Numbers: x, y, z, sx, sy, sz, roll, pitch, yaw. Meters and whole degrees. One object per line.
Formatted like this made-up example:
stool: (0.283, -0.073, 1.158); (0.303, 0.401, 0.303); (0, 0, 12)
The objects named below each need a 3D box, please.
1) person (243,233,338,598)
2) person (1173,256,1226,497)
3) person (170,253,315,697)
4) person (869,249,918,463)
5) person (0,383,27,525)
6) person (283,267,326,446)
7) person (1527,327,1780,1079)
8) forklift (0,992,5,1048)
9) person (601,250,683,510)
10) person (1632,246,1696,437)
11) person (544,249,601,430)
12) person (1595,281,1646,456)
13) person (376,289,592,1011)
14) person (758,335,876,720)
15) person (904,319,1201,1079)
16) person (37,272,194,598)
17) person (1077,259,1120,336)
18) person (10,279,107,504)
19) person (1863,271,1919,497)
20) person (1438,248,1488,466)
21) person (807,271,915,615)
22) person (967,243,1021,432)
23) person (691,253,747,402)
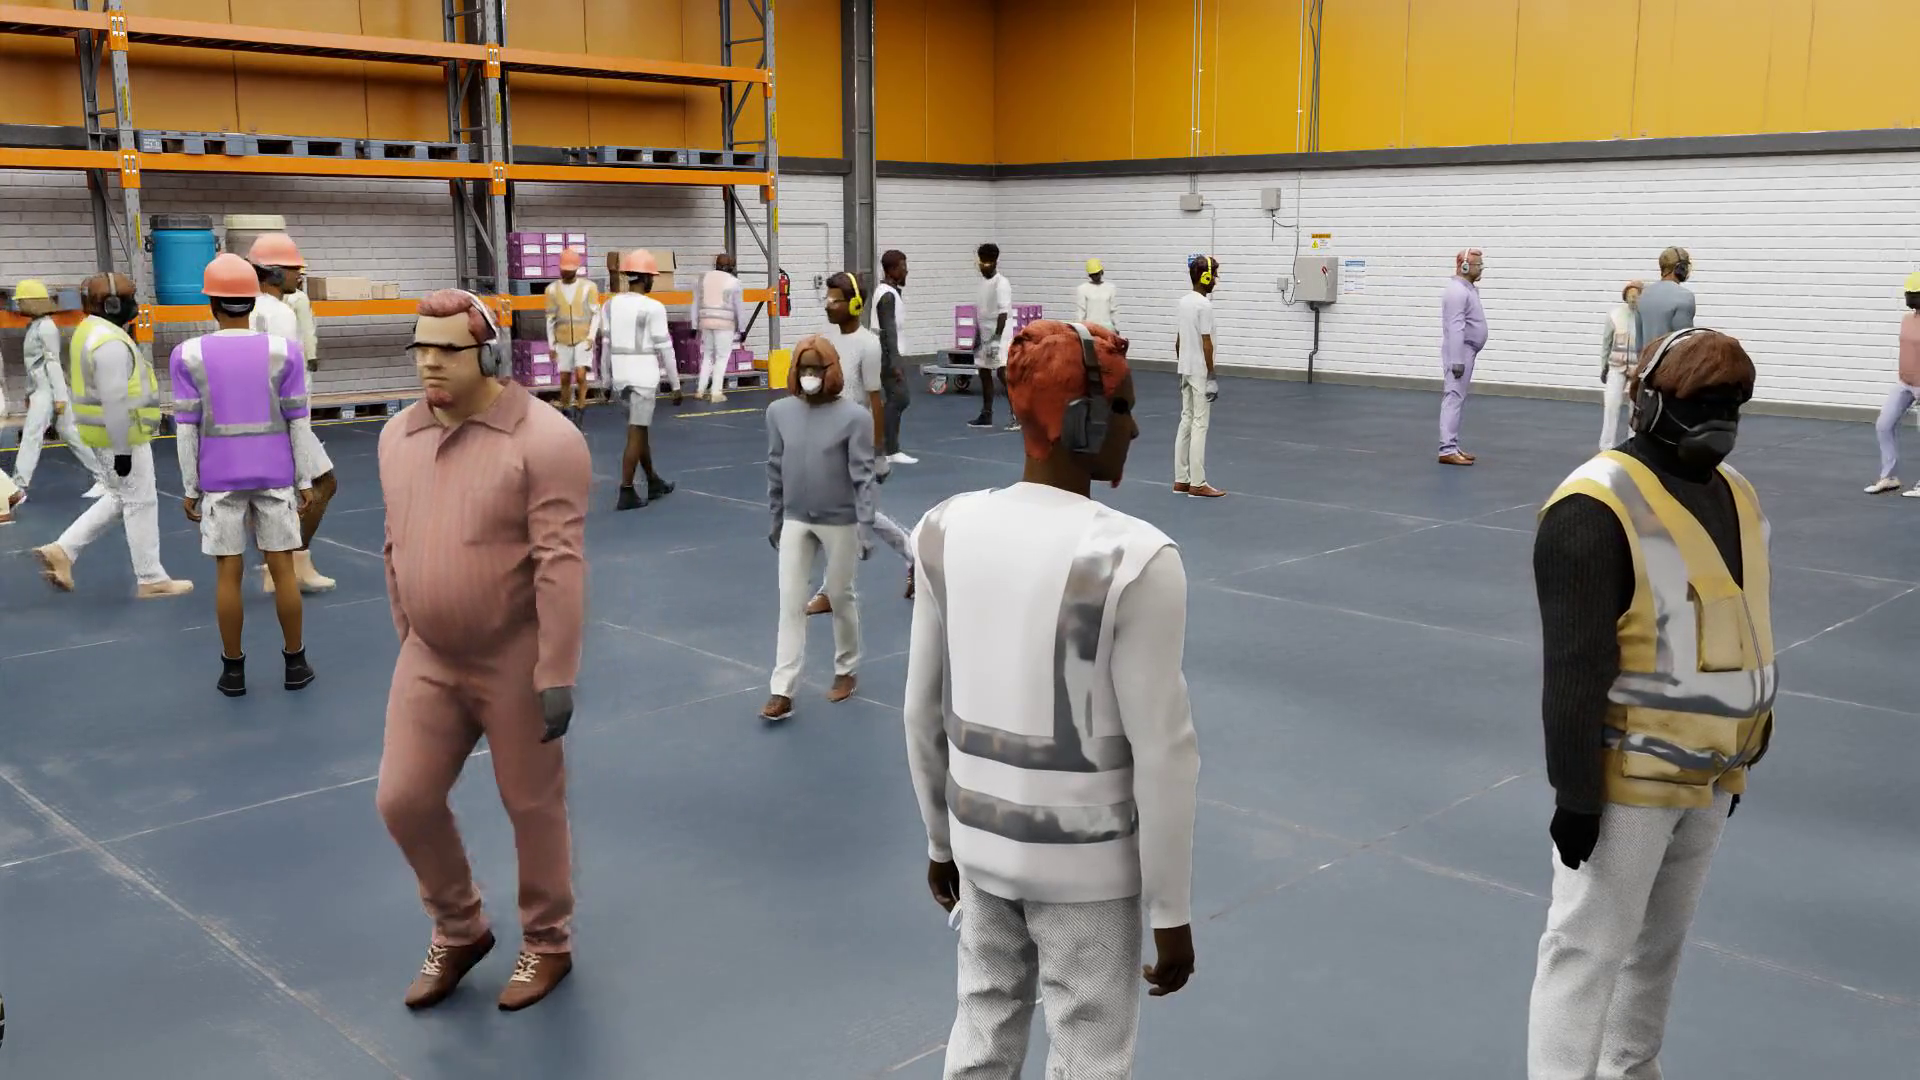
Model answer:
person: (-3.727, -0.682, 9.287); (0.524, 2.029, 0.635); (-9, 14, -42)
person: (1.856, -1.262, 12.920); (0.328, 1.861, 0.519); (-4, 11, -20)
person: (-3.141, -0.279, 7.332); (0.550, 1.942, 0.346); (-5, 11, -23)
person: (-0.658, -1.616, 14.745); (0.506, 1.899, 0.596); (0, 10, 3)
person: (-6.832, -0.896, 11.570); (0.344, 1.617, 0.518); (-5, 12, -26)
person: (-6.371, -1.800, 15.949); (0.597, 1.830, 0.403); (8, 13, 37)
person: (1.444, 0.483, 3.462); (0.634, 1.839, 0.429); (-8, 13, -37)
forklift: (-3.245, 0.323, 3.363); (2.313, 2.155, 1.214); (2, 11, 13)
person: (-2.314, -1.199, 12.449); (0.579, 1.903, 0.872); (6, 12, 31)
person: (5.462, -1.293, 12.874); (0.373, 1.940, 0.630); (-3, 11, -14)
person: (-4.004, -2.068, 17.264); (0.567, 1.879, 0.644); (0, 10, -2)
person: (5.935, -1.481, 14.782); (0.534, 1.603, 0.797); (7, 13, 34)
person: (-1.246, 0.311, 4.277); (0.651, 1.889, 0.544); (3, 11, 16)
person: (-0.607, -0.056, 7.019); (0.523, 1.596, 0.703); (3, 11, 16)
person: (0.159, 0.564, 2.903); (0.585, 1.879, 0.337); (9, 14, 41)
person: (-4.700, -0.556, 9.163); (0.671, 1.827, 0.636); (-8, 13, -38)
person: (1.774, -2.693, 21.119); (0.590, 1.713, 0.746); (-2, 11, -11)
person: (-6.935, -1.125, 12.628); (0.917, 1.695, 0.503); (-7, 12, -33)
person: (7.320, -1.186, 12.807); (0.598, 1.747, 0.528); (-1, 10, -8)
person: (4.469, -1.624, 14.766); (0.403, 1.906, 0.652); (4, 11, 20)
person: (-0.521, -0.526, 8.999); (0.833, 1.835, 0.522); (-4, 11, -23)
person: (0.370, -2.103, 17.305); (0.457, 1.936, 0.846); (-4, 11, -21)
person: (-2.933, -2.581, 20.270); (0.647, 1.804, 0.495); (4, 11, 19)
